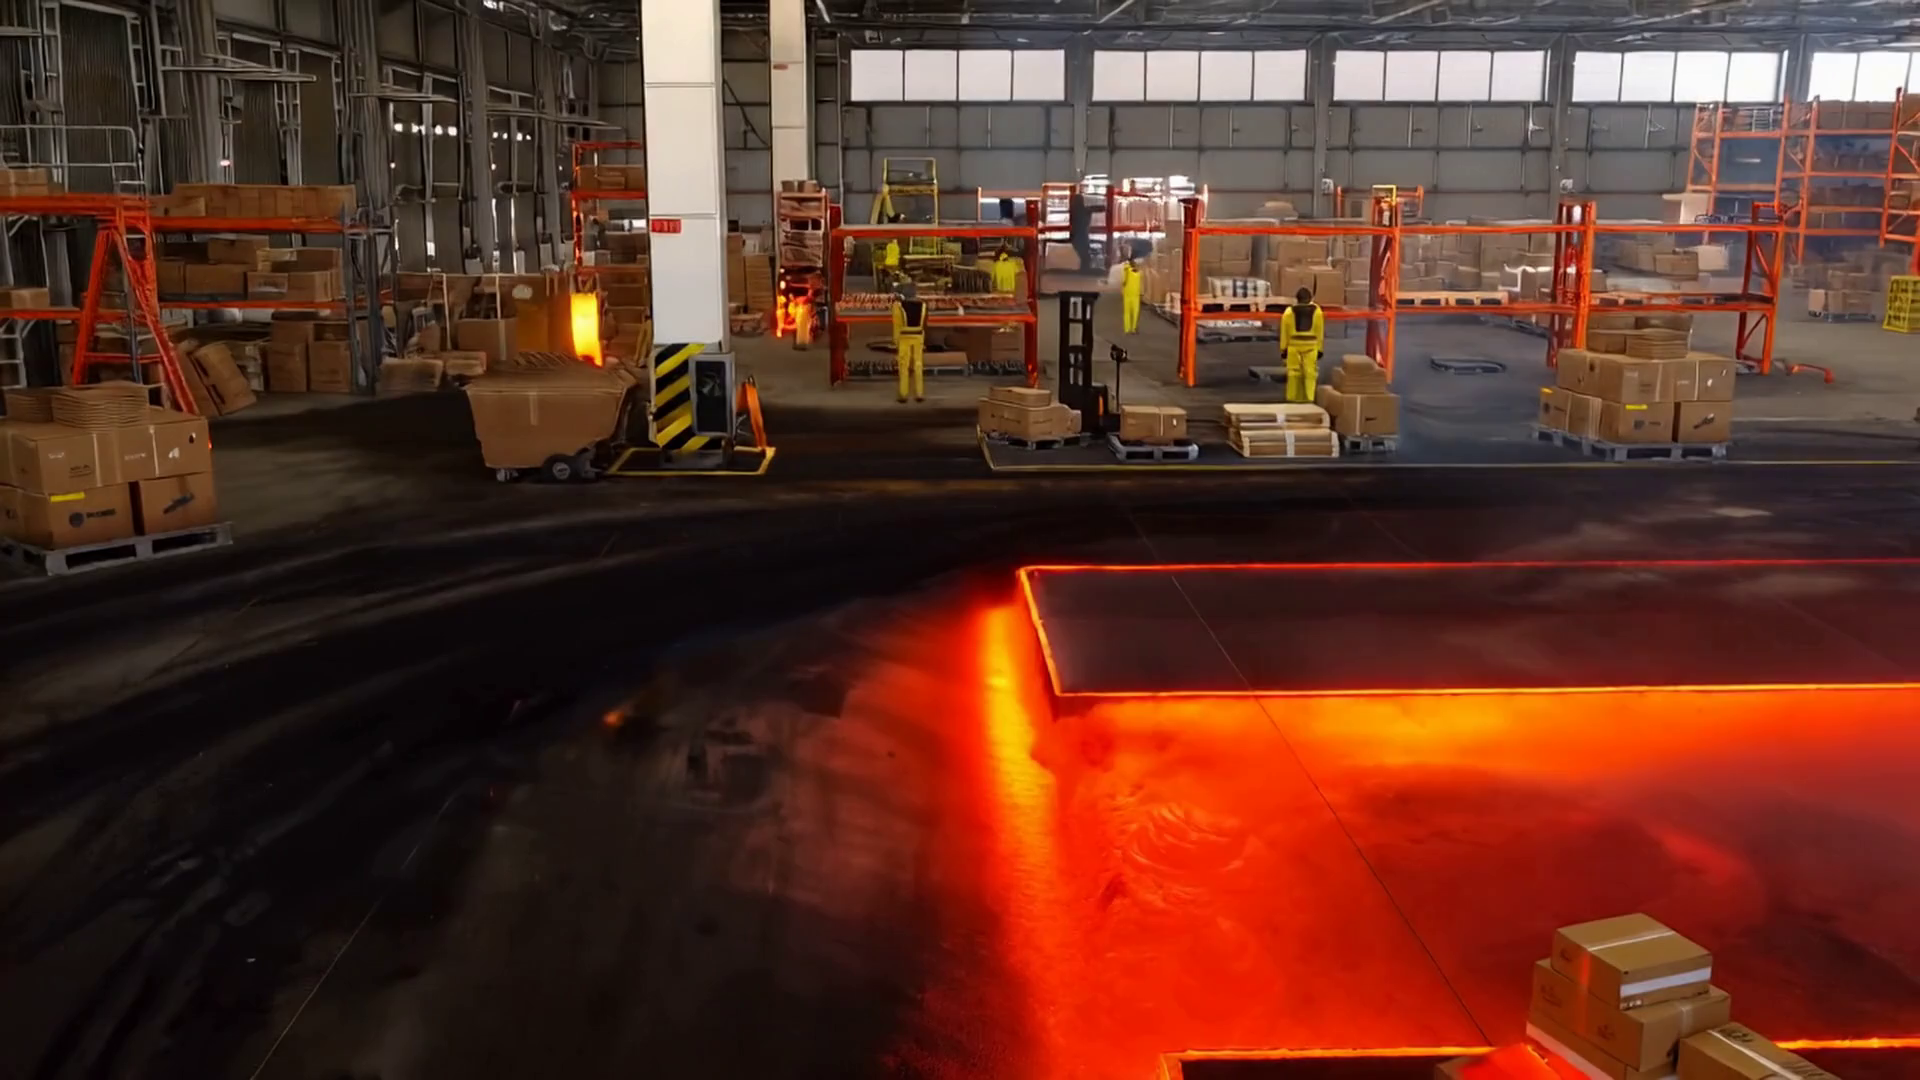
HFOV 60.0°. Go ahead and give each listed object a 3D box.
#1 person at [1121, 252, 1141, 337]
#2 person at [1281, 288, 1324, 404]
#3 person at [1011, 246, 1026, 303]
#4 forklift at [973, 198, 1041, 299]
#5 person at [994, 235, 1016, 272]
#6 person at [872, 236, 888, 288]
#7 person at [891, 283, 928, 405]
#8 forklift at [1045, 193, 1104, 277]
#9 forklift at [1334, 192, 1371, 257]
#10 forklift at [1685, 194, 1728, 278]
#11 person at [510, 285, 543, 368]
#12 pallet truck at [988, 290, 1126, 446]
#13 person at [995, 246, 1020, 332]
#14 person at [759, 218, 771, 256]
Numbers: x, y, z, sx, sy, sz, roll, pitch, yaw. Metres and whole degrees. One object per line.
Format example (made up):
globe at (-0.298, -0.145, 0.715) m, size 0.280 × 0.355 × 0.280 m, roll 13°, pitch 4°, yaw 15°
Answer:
person at (3.741, -5.346, 36.252) m, size 0.571 × 1.826 × 0.404 m, roll -6°, pitch 14°, yaw -25°
person at (5.139, -2.868, 25.032) m, size 0.635 × 1.842 × 0.429 m, roll 1°, pitch 13°, yaw 4°
person at (1.455, -6.615, 42.258) m, size 0.510 × 1.691 × 0.887 m, roll -3°, pitch 13°, yaw -14°
forklift at (1.312, -8.192, 46.706) m, size 1.873 × 2.768 × 1.129 m, roll 0°, pitch 12°, yaw -2°
person at (1.271, -7.543, 46.061) m, size 0.638 × 1.885 × 1.037 m, roll -5°, pitch 13°, yaw -21°
person at (-2.457, -8.513, 51.039) m, size 0.518 × 1.623 × 0.687 m, roll 0°, pitch 12°, yaw 0°
person at (-0.775, -3.027, 25.689) m, size 0.578 × 1.877 × 0.355 m, roll -4°, pitch 13°, yaw -18°
forklift at (3.899, -10.400, 56.675) m, size 1.873 × 2.768 × 1.129 m, roll -2°, pitch 13°, yaw -8°
forklift at (14.625, -11.479, 61.548) m, size 1.129 × 2.768 × 1.873 m, roll 0°, pitch 12°, yaw -2°
forklift at (24.782, -10.250, 56.001) m, size 1.873 × 2.768 × 1.129 m, roll 11°, pitch 17°, yaw 42°
person at (-6.124, -2.627, 23.635) m, size 0.480 × 1.974 × 0.639 m, roll -10°, pitch 16°, yaw -39°
pallet truck at (1.257, -2.299, 22.111) m, size 1.885 × 1.965 × 0.823 m, roll -9°, pitch 15°, yaw -35°
person at (1.026, -5.607, 37.245) m, size 0.644 × 1.916 × 0.703 m, roll 5°, pitch 14°, yaw 23°
person at (-6.909, -10.554, 59.579) m, size 0.615 × 1.922 × 0.547 m, roll -11°, pitch 17°, yaw -40°
